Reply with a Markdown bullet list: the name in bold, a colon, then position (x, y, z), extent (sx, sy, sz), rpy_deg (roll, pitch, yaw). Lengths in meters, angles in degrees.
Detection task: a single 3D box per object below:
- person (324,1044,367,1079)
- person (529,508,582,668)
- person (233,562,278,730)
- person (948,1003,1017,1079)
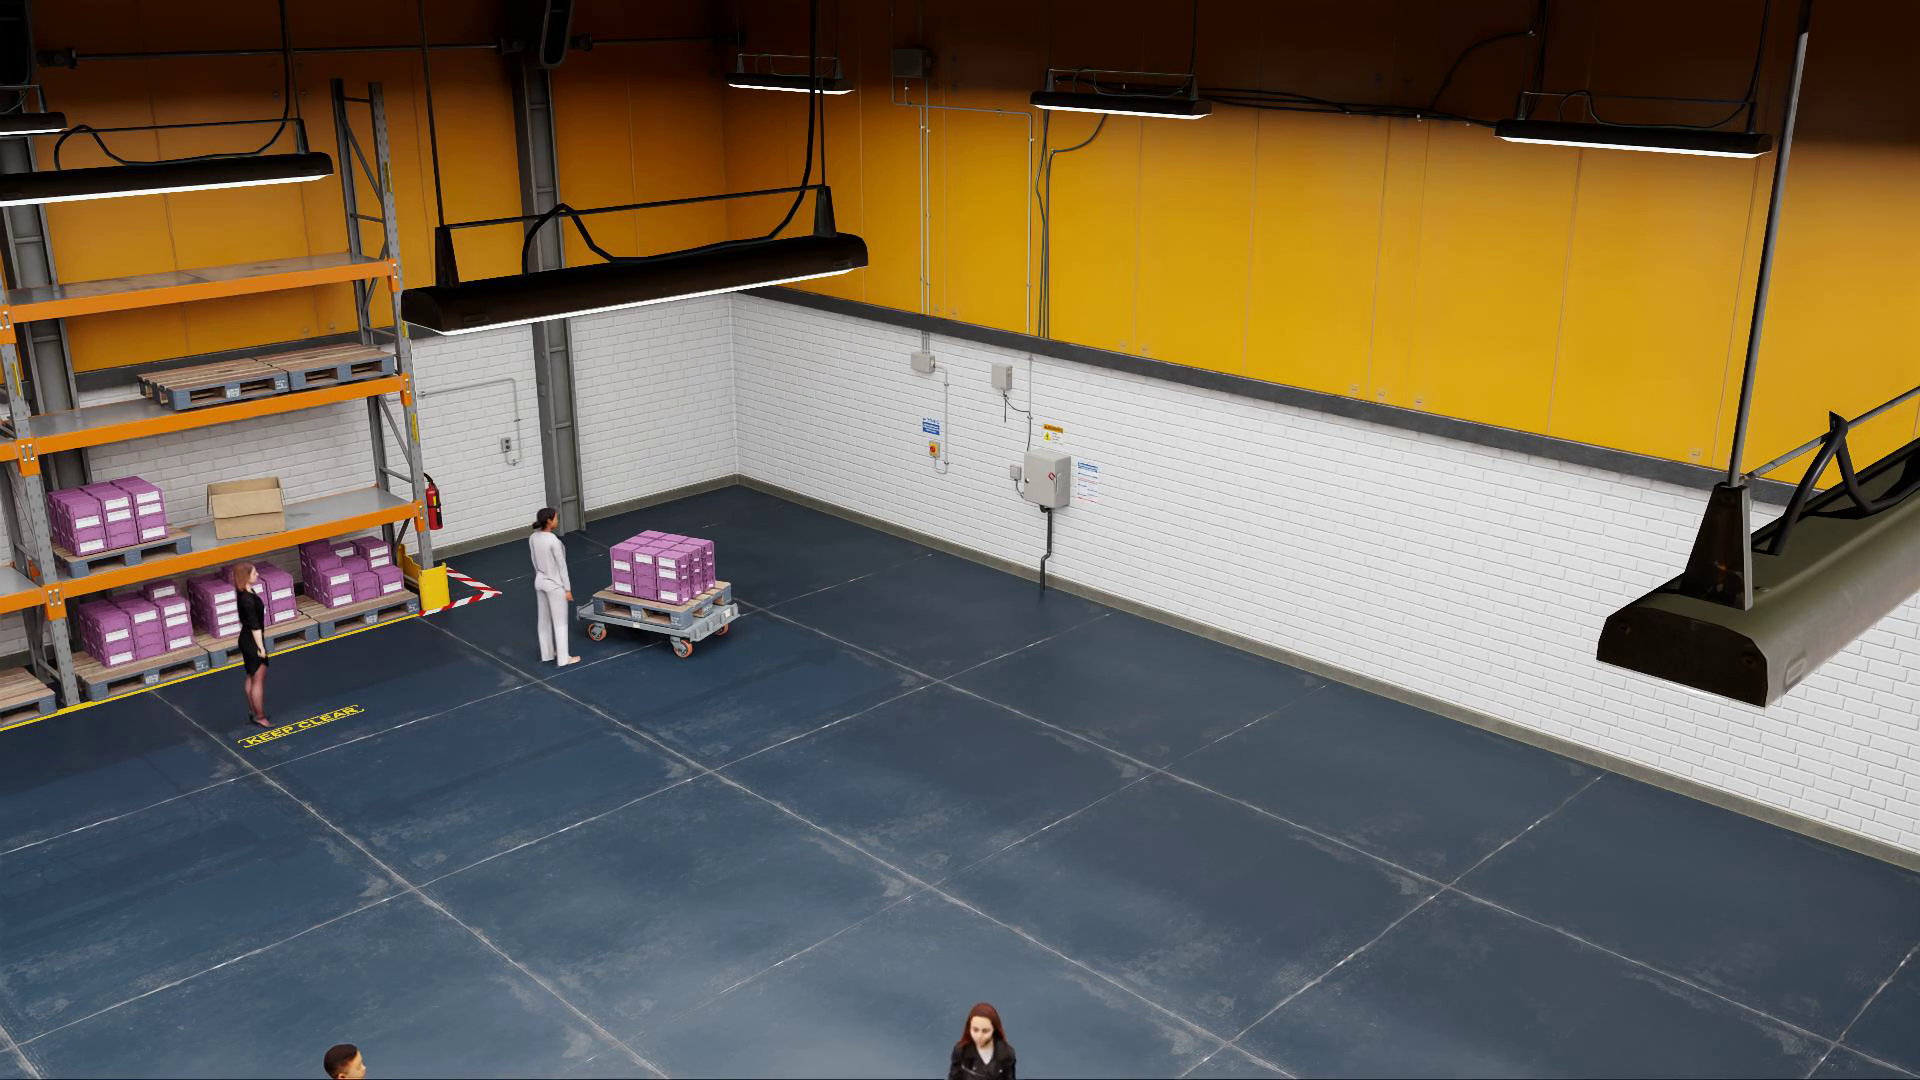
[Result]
- **person**: position (-3.404, 3.486, 9.390), extent (0.602, 1.461, 0.593), rpy_deg (-7, 20, -20)
- **person**: position (-4.390, 0.491, 17.850), extent (0.670, 1.738, 0.593), rpy_deg (13, 22, 33)
- **person**: position (-6.937, 1.026, 16.314), extent (0.562, 1.704, 0.625), rpy_deg (-12, 22, -32)
- **person**: position (0.132, 3.350, 9.812), extent (0.909, 1.449, 1.070), rpy_deg (4, 19, 11)
